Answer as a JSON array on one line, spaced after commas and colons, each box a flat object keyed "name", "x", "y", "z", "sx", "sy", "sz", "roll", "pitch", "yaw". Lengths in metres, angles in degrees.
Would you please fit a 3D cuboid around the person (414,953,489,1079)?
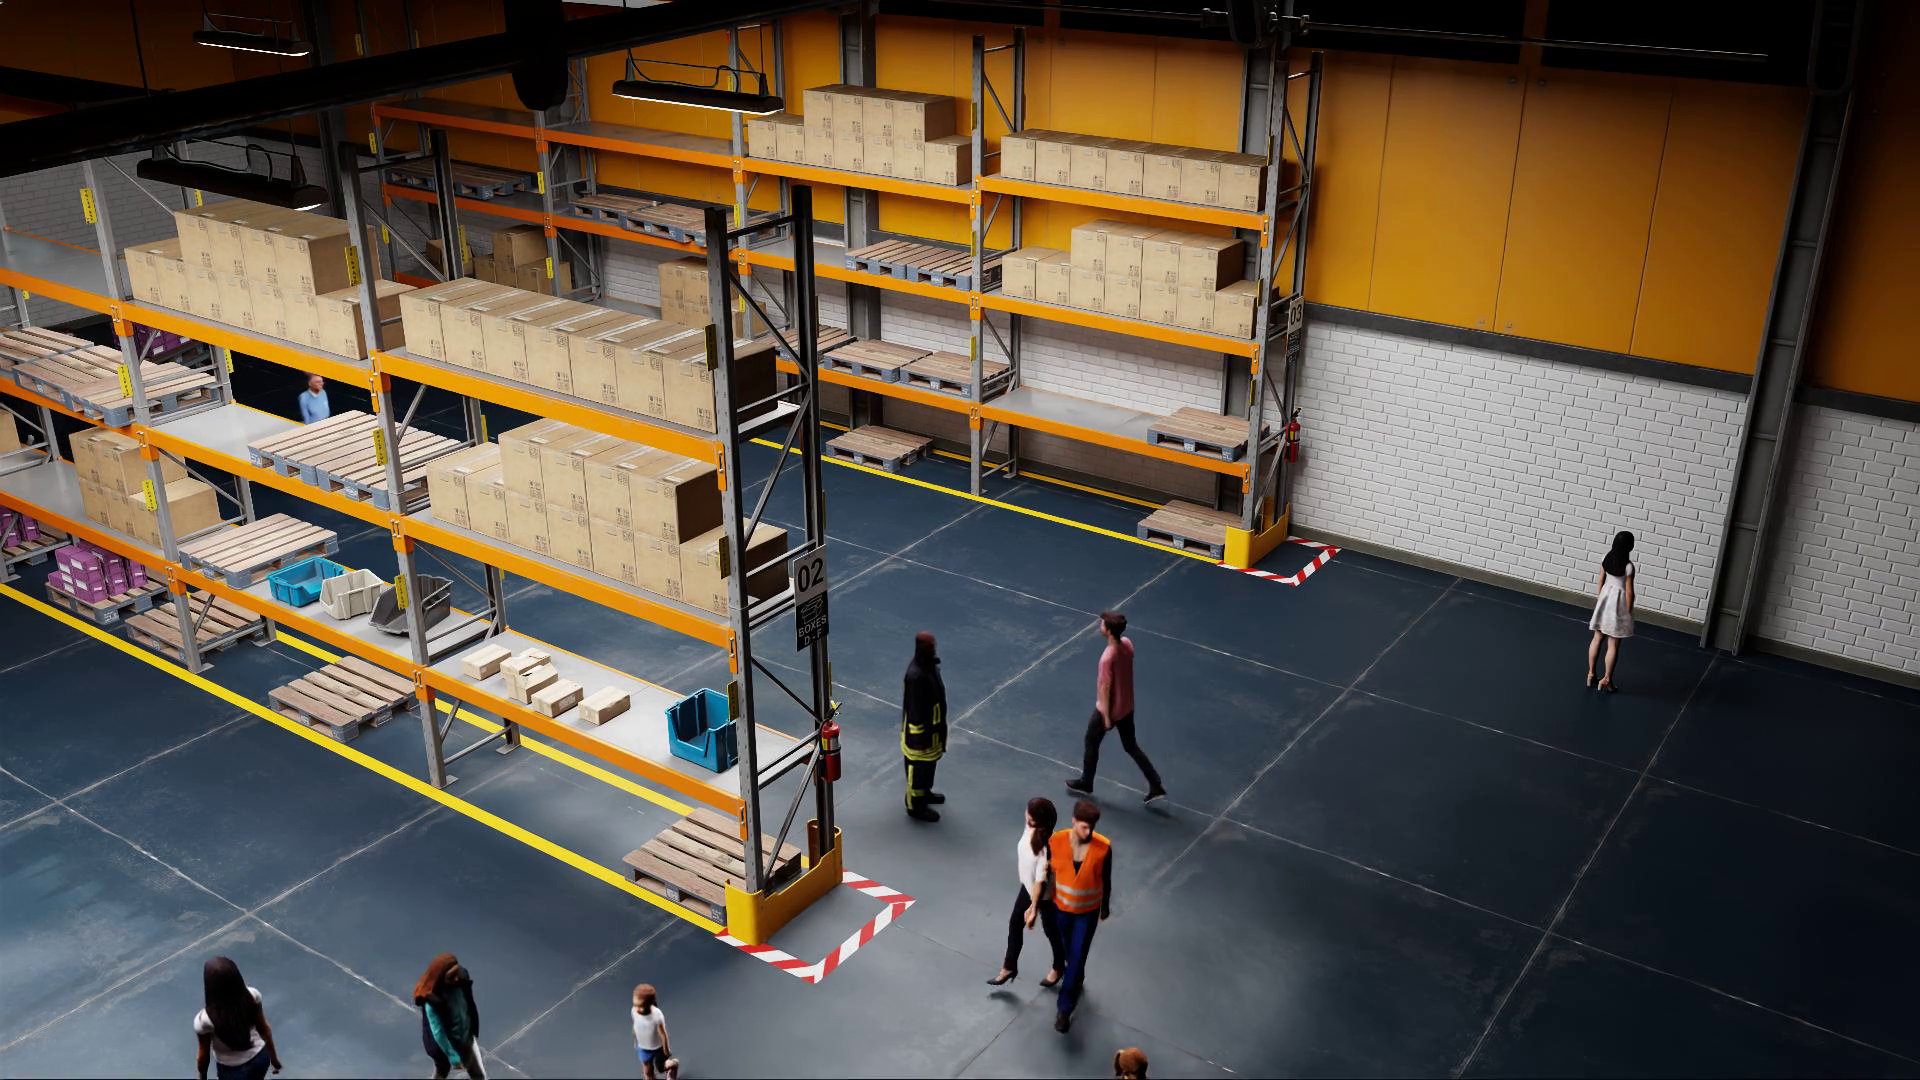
[{"name": "person", "x": -3.556, "y": 3.422, "z": 11.453, "sx": 0.957, "sy": 1.459, "sz": 0.601, "roll": 13, "pitch": 27, "yaw": 27}]

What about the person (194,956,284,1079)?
[{"name": "person", "x": -4.619, "y": 3.527, "z": 10.875, "sx": 1.109, "sy": 1.729, "sz": 0.596, "roll": 16, "pitch": 28, "yaw": 32}]

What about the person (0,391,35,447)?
[{"name": "person", "x": -13.554, "y": -2.067, "z": 23.679, "sx": 0.863, "sy": 1.725, "sz": 0.629, "roll": 13, "pitch": 27, "yaw": 27}]

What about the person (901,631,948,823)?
[{"name": "person", "x": -0.344, "y": 1.644, "z": 15.068, "sx": 0.804, "sy": 1.821, "sz": 0.834, "roll": 6, "pitch": 24, "yaw": 13}]

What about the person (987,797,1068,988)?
[{"name": "person", "x": 0.711, "y": 2.696, "z": 12.732, "sx": 0.896, "sy": 1.764, "sz": 0.907, "roll": -12, "pitch": 26, "yaw": -26}]

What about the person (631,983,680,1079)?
[{"name": "person", "x": -2.155, "y": 3.527, "z": 11.773, "sx": 0.588, "sy": 1.009, "sz": 0.561, "roll": 12, "pitch": 26, "yaw": 26}]

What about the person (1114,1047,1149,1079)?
[{"name": "person", "x": 1.088, "y": 3.814, "z": 10.748, "sx": 0.499, "sy": 1.305, "sz": 0.531, "roll": 17, "pitch": 29, "yaw": 33}]

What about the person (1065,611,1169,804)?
[{"name": "person", "x": 1.497, "y": 1.562, "z": 15.133, "sx": 1.207, "sy": 1.920, "sz": 0.633, "roll": 16, "pitch": 28, "yaw": 33}]

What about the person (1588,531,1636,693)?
[{"name": "person", "x": 6.762, "y": 0.730, "z": 17.217, "sx": 0.816, "sy": 1.774, "sz": 0.720, "roll": -13, "pitch": 27, "yaw": -26}]

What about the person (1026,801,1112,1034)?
[{"name": "person", "x": 0.910, "y": 2.706, "z": 12.601, "sx": 1.059, "sy": 1.851, "sz": 0.950, "roll": 9, "pitch": 25, "yaw": 21}]

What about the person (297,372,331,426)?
[{"name": "person", "x": -8.630, "y": -1.409, "z": 22.123, "sx": 1.038, "sy": 1.764, "sz": 0.725, "roll": 14, "pitch": 27, "yaw": 28}]
